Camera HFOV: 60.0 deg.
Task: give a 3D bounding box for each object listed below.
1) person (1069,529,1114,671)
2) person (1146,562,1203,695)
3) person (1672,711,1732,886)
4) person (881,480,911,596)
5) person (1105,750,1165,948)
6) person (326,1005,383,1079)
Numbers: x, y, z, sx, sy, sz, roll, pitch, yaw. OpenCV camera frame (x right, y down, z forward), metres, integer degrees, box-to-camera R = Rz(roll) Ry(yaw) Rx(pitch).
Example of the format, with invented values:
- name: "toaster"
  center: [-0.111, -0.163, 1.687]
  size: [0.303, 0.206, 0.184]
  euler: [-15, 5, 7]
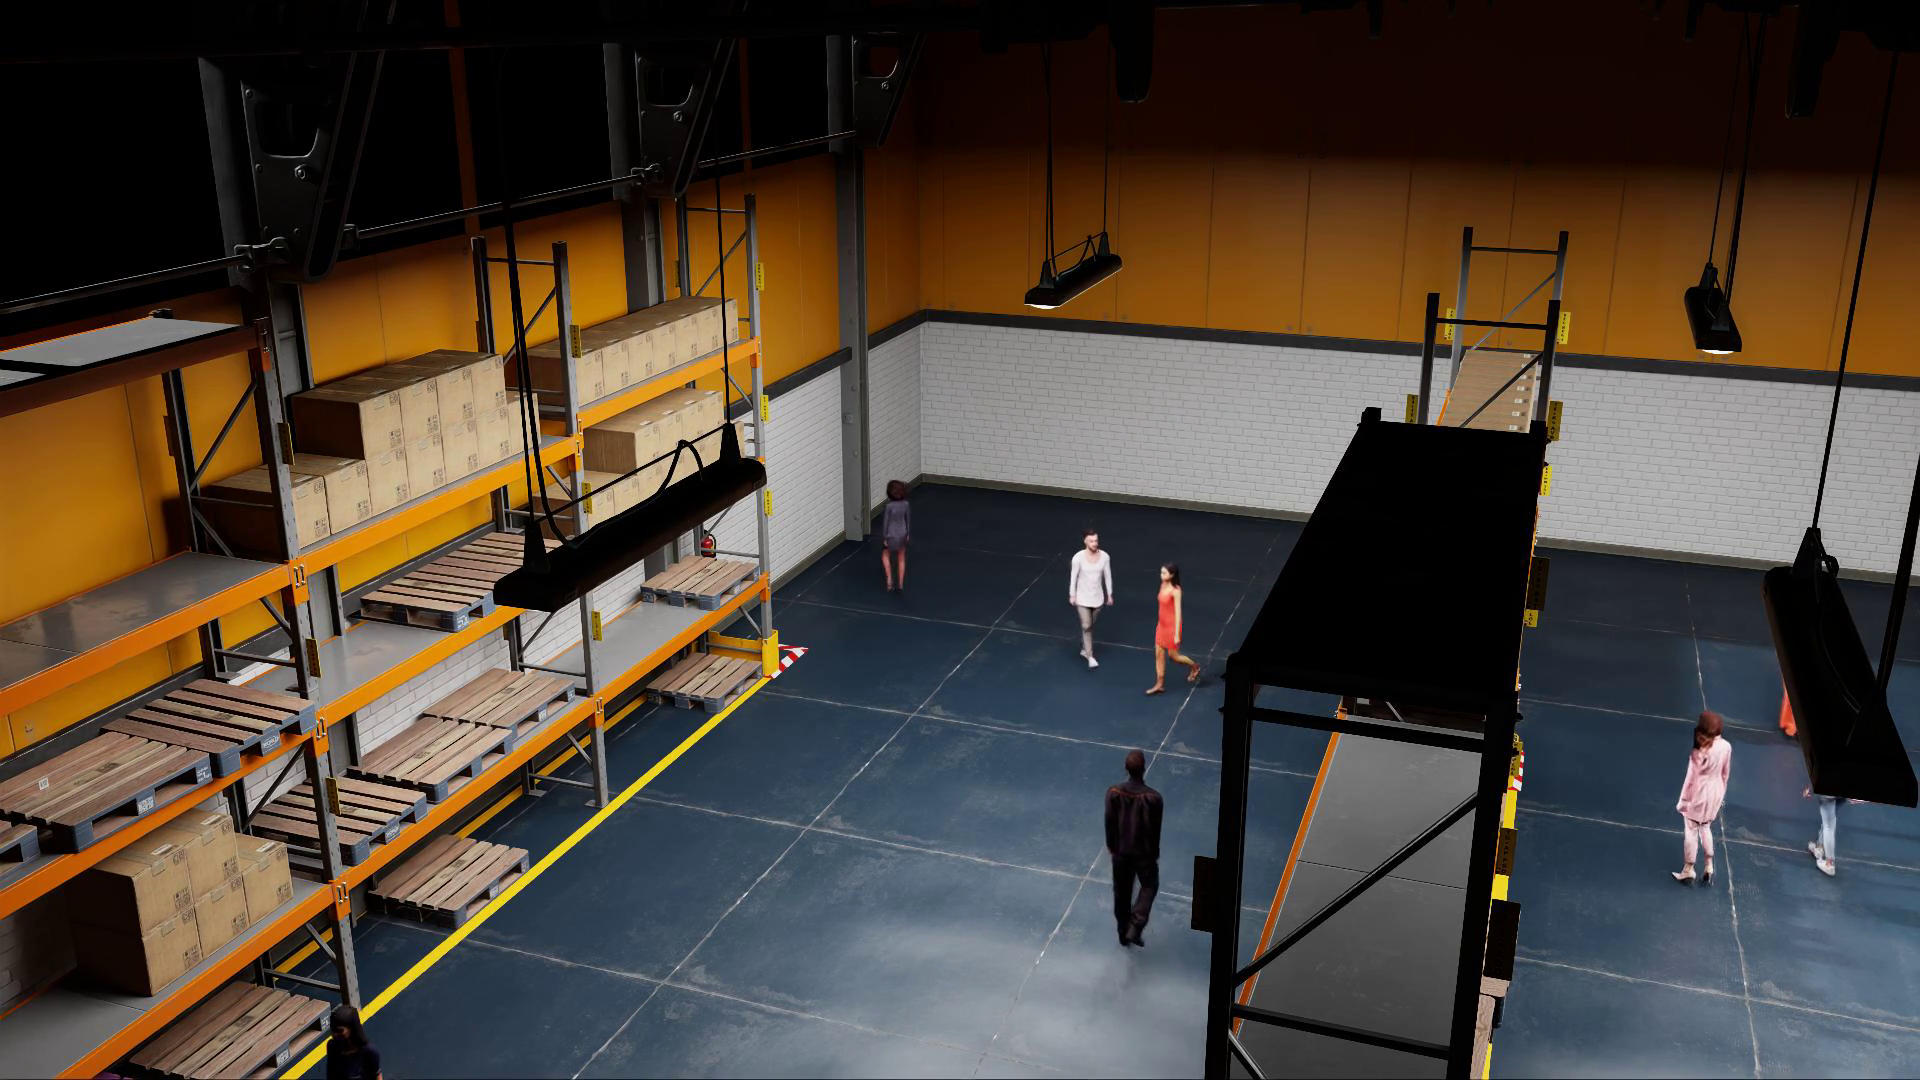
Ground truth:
- name: "person"
  center: [1.633, 0.702, 21.287]
  size: [1.054, 1.811, 1.156]
  euler: [-6, 20, -18]
- name: "person"
  center: [2.627, 1.078, 20.351]
  size: [1.054, 1.697, 0.975]
  euler: [-9, 21, -25]
- name: "person"
  center: [7.170, 2.503, 15.959]
  size: [0.742, 1.799, 0.778]
  euler: [-6, 19, -16]
- name: "person"
  center: [-0.870, -0.012, 23.592]
  size: [0.720, 1.692, 0.788]
  euler: [-9, 21, -26]
- name: "person"
  center: [1.546, 2.812, 14.877]
  size: [0.688, 1.904, 0.818]
  euler: [7, 20, 21]
- name: "person"
  center: [-4.140, 3.979, 11.681]
  size: [0.582, 1.732, 1.081]
  euler: [8, 20, 21]
